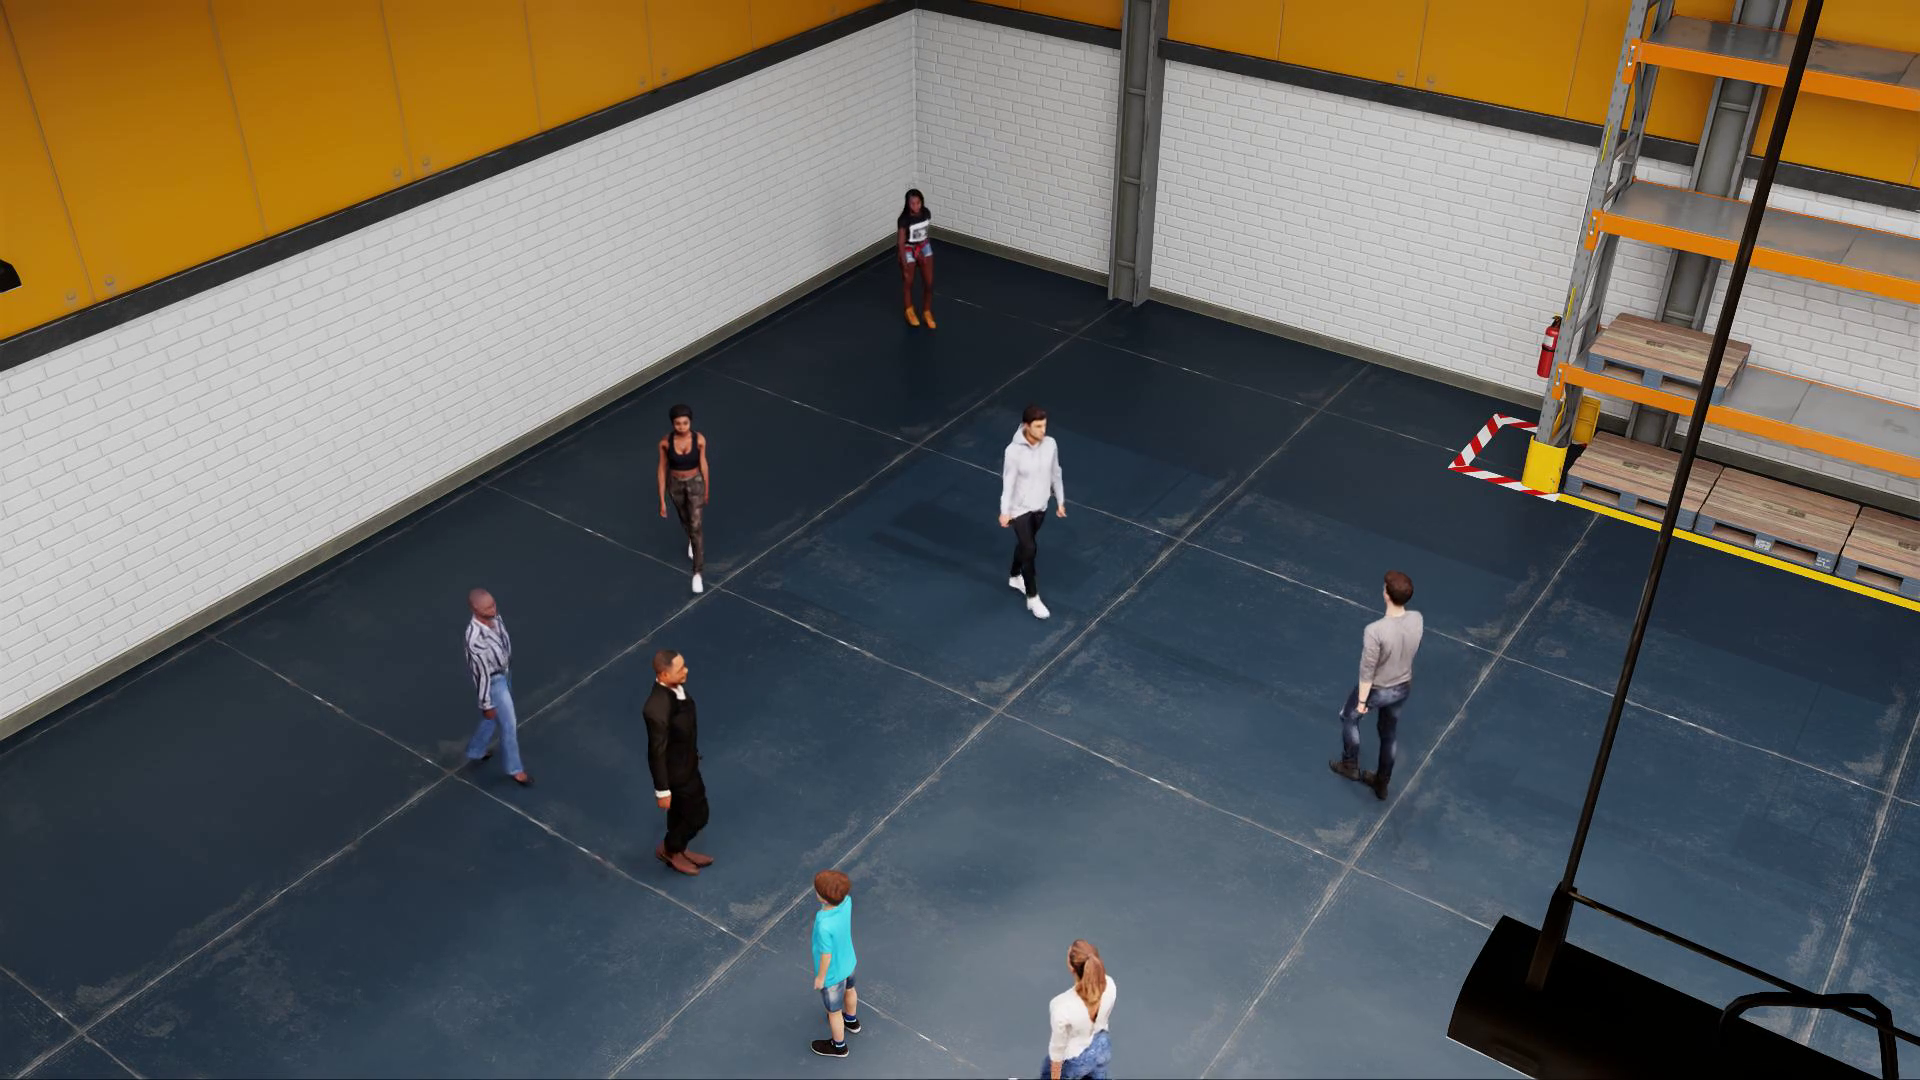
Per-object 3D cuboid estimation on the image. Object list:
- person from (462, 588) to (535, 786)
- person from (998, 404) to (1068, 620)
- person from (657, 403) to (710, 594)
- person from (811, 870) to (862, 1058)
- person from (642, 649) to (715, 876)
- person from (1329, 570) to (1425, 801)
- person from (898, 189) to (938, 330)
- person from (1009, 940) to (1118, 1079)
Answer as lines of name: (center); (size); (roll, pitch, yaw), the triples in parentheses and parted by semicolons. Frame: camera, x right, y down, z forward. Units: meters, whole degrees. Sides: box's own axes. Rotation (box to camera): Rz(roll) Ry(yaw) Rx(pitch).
person: (-3.425, 1.051, 12.100); (0.958, 1.768, 0.894); (-3, 34, -5)
person: (0.508, -0.338, 14.068); (0.877, 1.903, 1.024); (-23, 40, -31)
person: (-2.390, -0.463, 14.486); (1.140, 1.648, 1.128); (-3, 34, -4)
person: (-0.755, 2.555, 10.125); (0.551, 1.449, 0.567); (12, 35, 17)
person: (-2.016, 1.523, 11.272); (0.878, 1.899, 0.855); (1, 34, 1)
person: (3.087, 1.105, 11.912); (0.872, 1.885, 0.926); (-10, 35, -14)
person: (-0.518, -3.143, 18.484); (0.756, 1.685, 0.836); (-27, 42, -34)
person: (0.728, 2.961, 9.302); (0.895, 1.685, 1.131); (-19, 38, -27)
